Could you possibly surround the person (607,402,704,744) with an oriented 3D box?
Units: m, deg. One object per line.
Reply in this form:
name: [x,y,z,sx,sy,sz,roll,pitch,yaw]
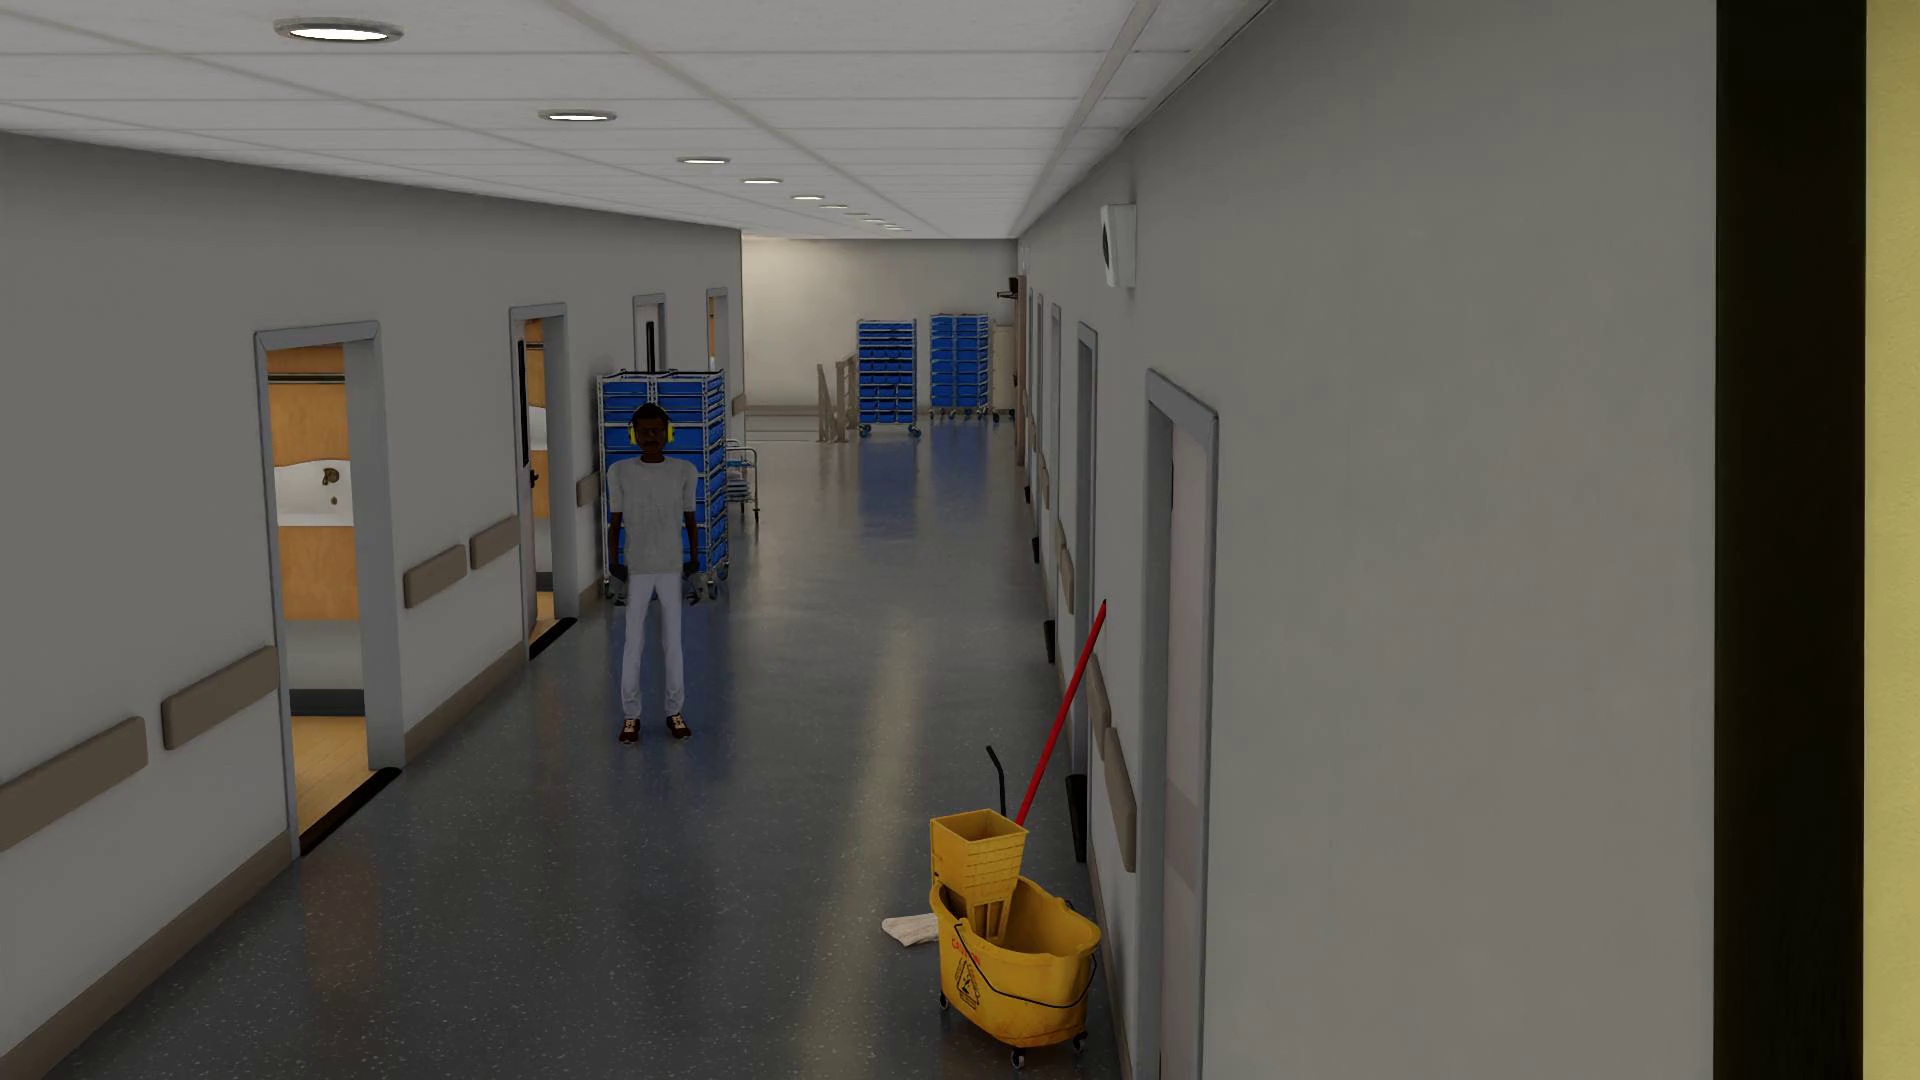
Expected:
person: [-1.663,0.178,9.111,0.521,1.873,0.336,-2,10,-14]
